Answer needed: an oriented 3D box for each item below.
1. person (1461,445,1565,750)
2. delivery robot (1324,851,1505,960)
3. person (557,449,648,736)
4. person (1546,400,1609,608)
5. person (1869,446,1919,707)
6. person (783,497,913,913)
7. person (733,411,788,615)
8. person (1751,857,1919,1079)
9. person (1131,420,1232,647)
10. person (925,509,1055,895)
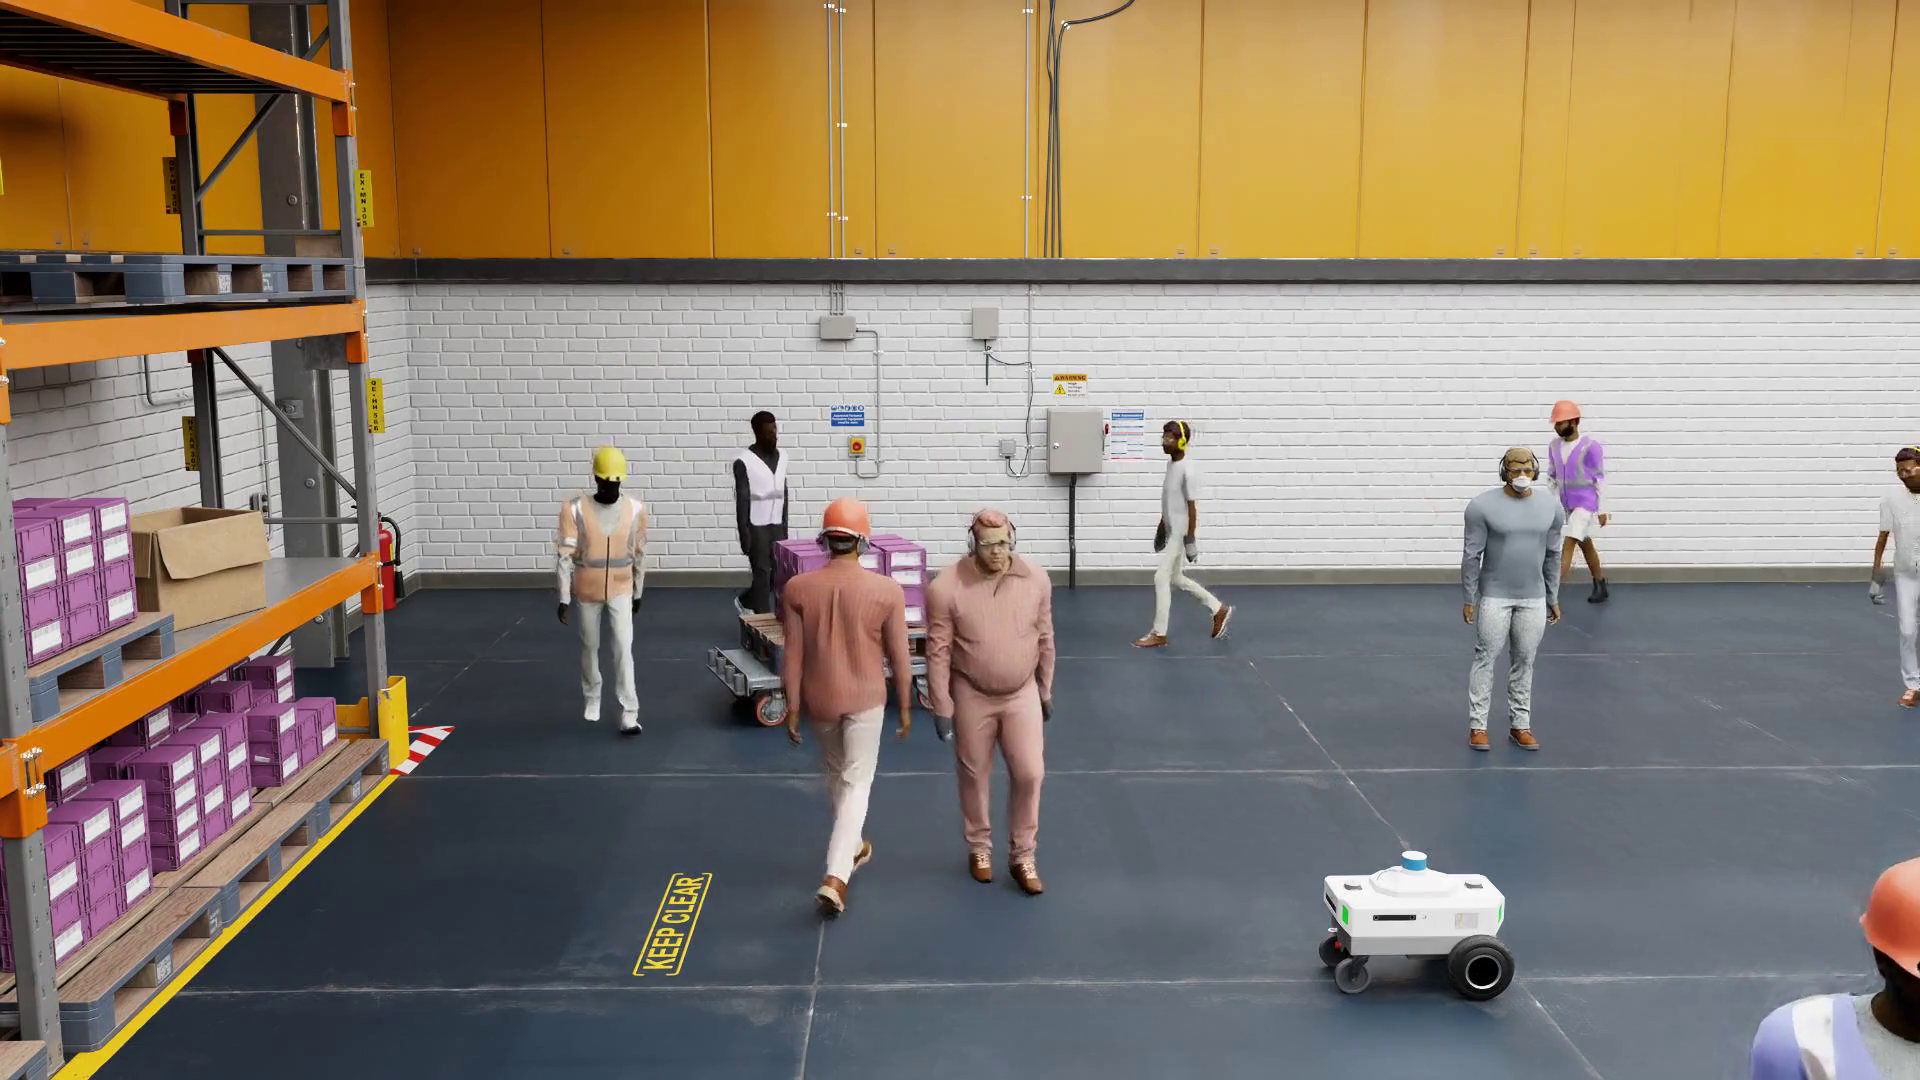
[{"bbox_3d":[3.474,0.367,10.487,0.636,1.938,0.355,0,9,-1],"label":"person"},{"bbox_3d":[1.919,1.568,7.068,0.707,0.478,0.477,0,9,-1],"label":"delivery robot"},{"bbox_3d":[-2.330,0.334,10.888,0.618,1.869,1.000,-3,10,-20],"label":"person"},{"bbox_3d":[5.518,-0.325,14.954,1.065,1.859,0.552,-4,10,-24],"label":"person"},{"bbox_3d":[6.590,0.262,11.458,0.540,1.830,0.452,7,12,38],"label":"person"},{"bbox_3d":[-0.552,0.772,7.999,0.619,1.957,0.995,2,9,11],"label":"person"},{"bbox_3d":[-1.638,-0.107,13.505,0.573,1.907,0.591,7,11,35],"label":"person"},{"bbox_3d":[1.836,1.551,3.275,0.580,1.919,0.529,2,9,9],"label":"person"},{"bbox_3d":[1.801,-0.057,13.395,0.806,1.844,0.521,-1,9,-7],"label":"person"},{"bbox_3d":[0.177,0.789,8.067,0.670,1.877,0.725,-2,9,-11],"label":"person"}]
